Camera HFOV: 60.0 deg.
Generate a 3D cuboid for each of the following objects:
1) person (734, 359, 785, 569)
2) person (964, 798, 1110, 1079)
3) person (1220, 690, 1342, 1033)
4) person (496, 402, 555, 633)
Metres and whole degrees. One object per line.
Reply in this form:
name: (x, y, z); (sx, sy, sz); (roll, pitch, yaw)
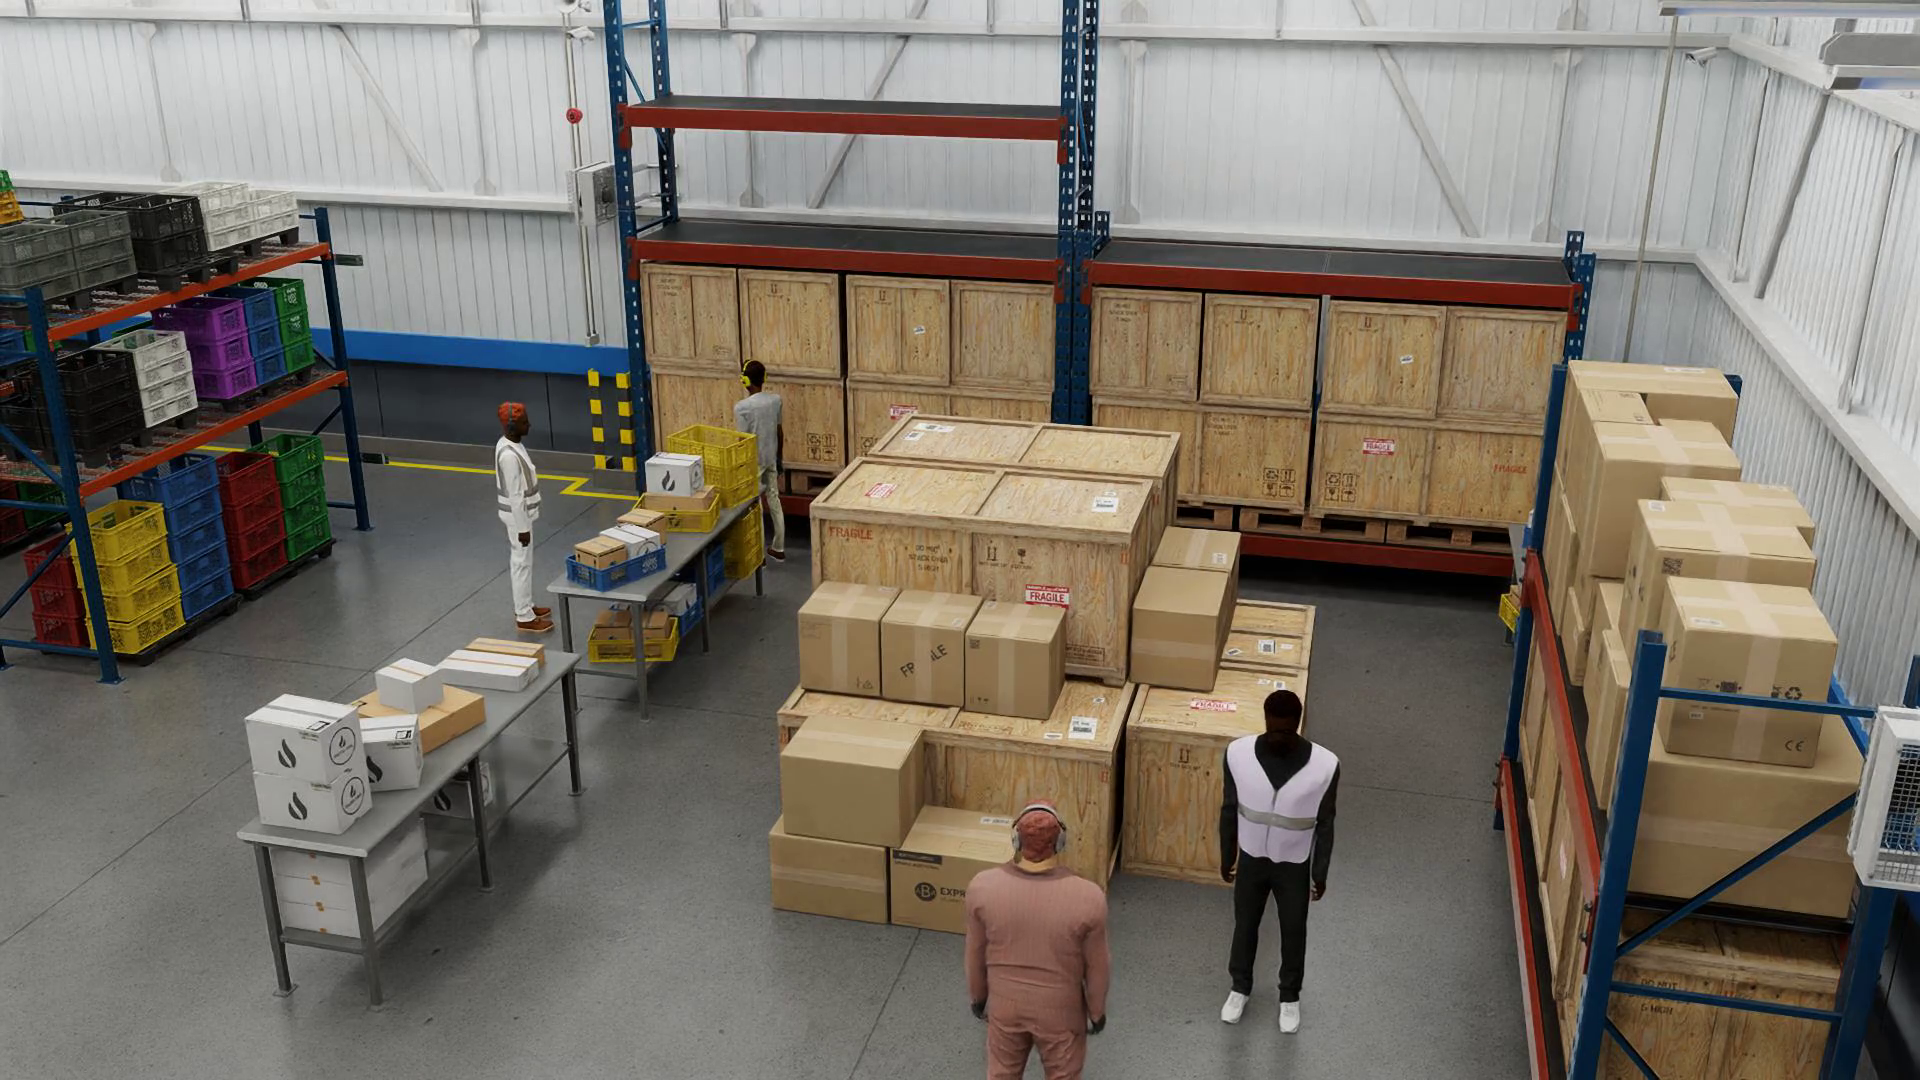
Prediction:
person: (-1.756, -0.667, 14.540); (0.507, 1.865, 0.329); (-18, 28, -40)
person: (0.344, 2.031, 7.441); (0.651, 1.901, 0.395); (6, 22, 15)
person: (1.612, 1.616, 8.507); (0.583, 1.910, 0.391); (7, 22, 18)
person: (-3.494, -0.187, 13.254); (0.344, 1.882, 0.585); (-6, 22, -14)
